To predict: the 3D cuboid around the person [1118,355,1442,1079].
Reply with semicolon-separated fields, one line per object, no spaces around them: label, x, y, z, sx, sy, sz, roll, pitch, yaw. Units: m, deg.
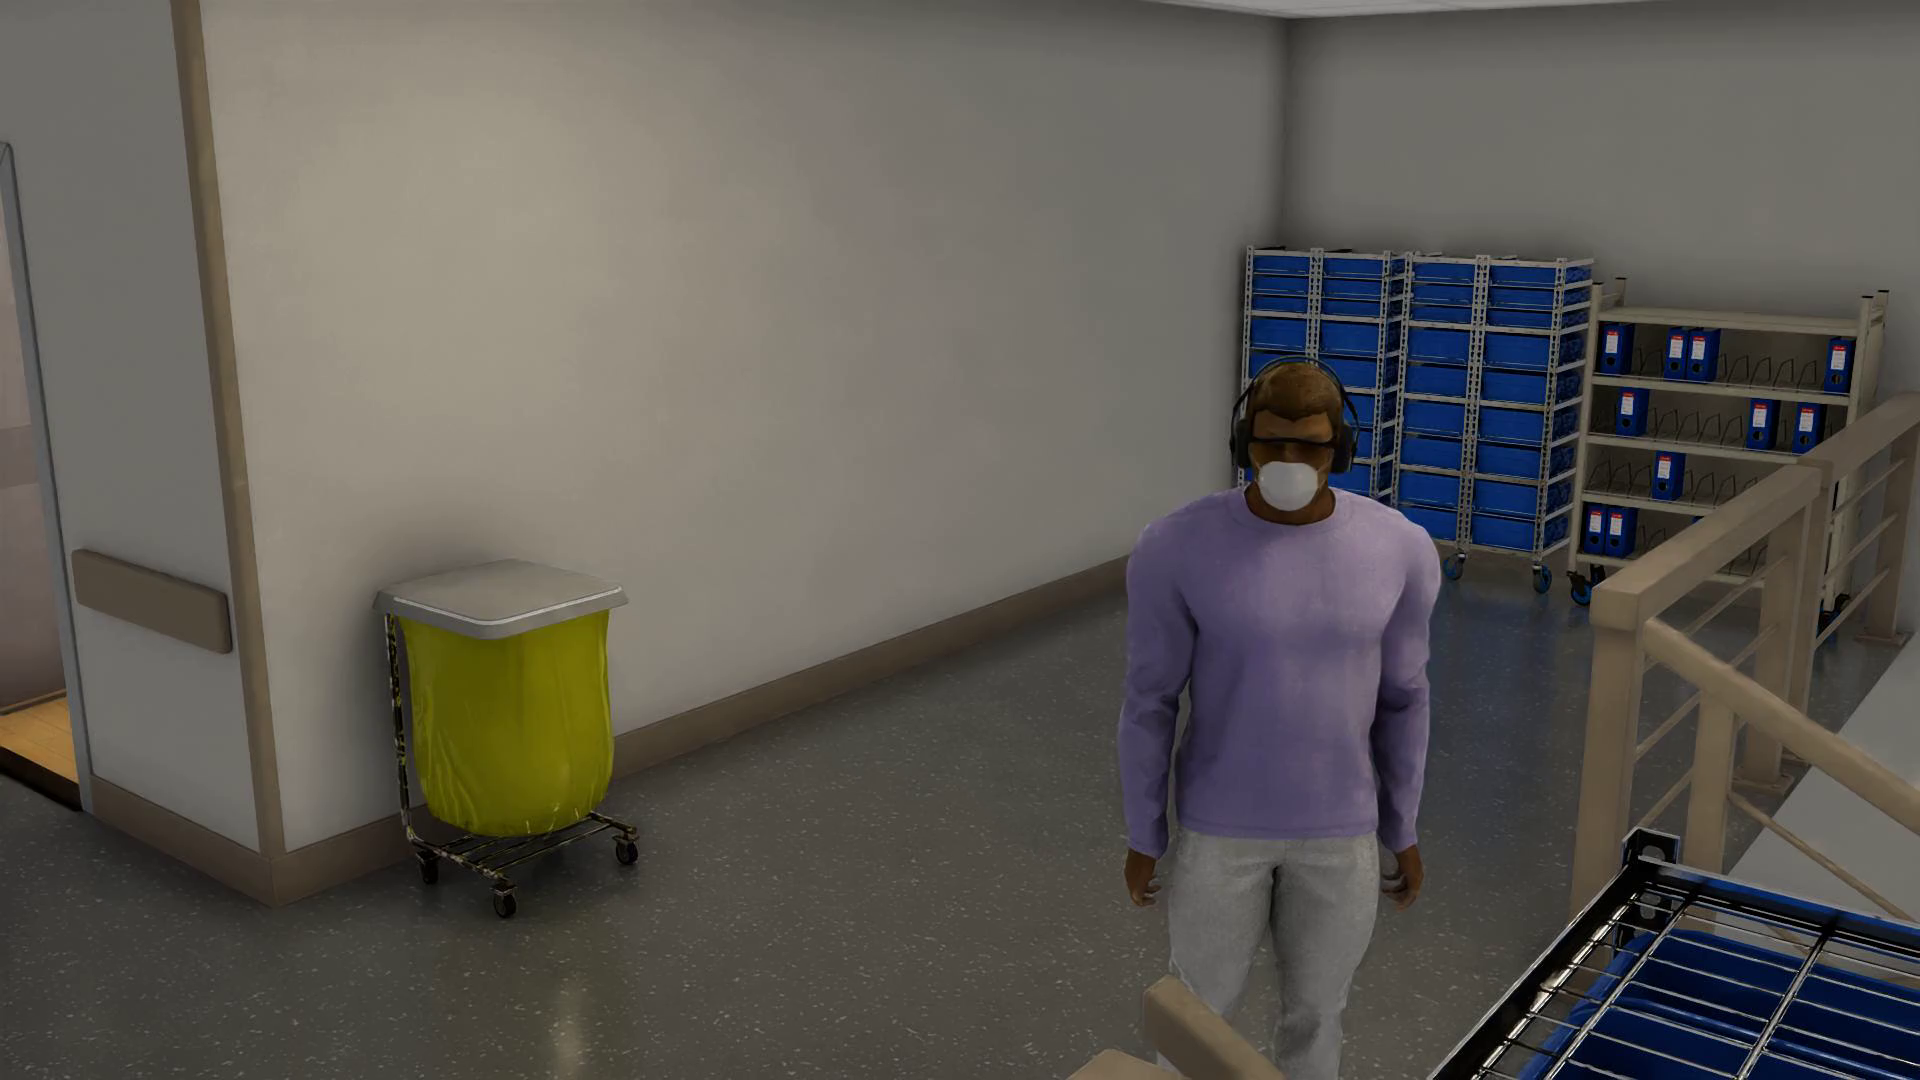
person;0.638;0.587;3.390;0.638;1.936;0.356;0;13;-2
